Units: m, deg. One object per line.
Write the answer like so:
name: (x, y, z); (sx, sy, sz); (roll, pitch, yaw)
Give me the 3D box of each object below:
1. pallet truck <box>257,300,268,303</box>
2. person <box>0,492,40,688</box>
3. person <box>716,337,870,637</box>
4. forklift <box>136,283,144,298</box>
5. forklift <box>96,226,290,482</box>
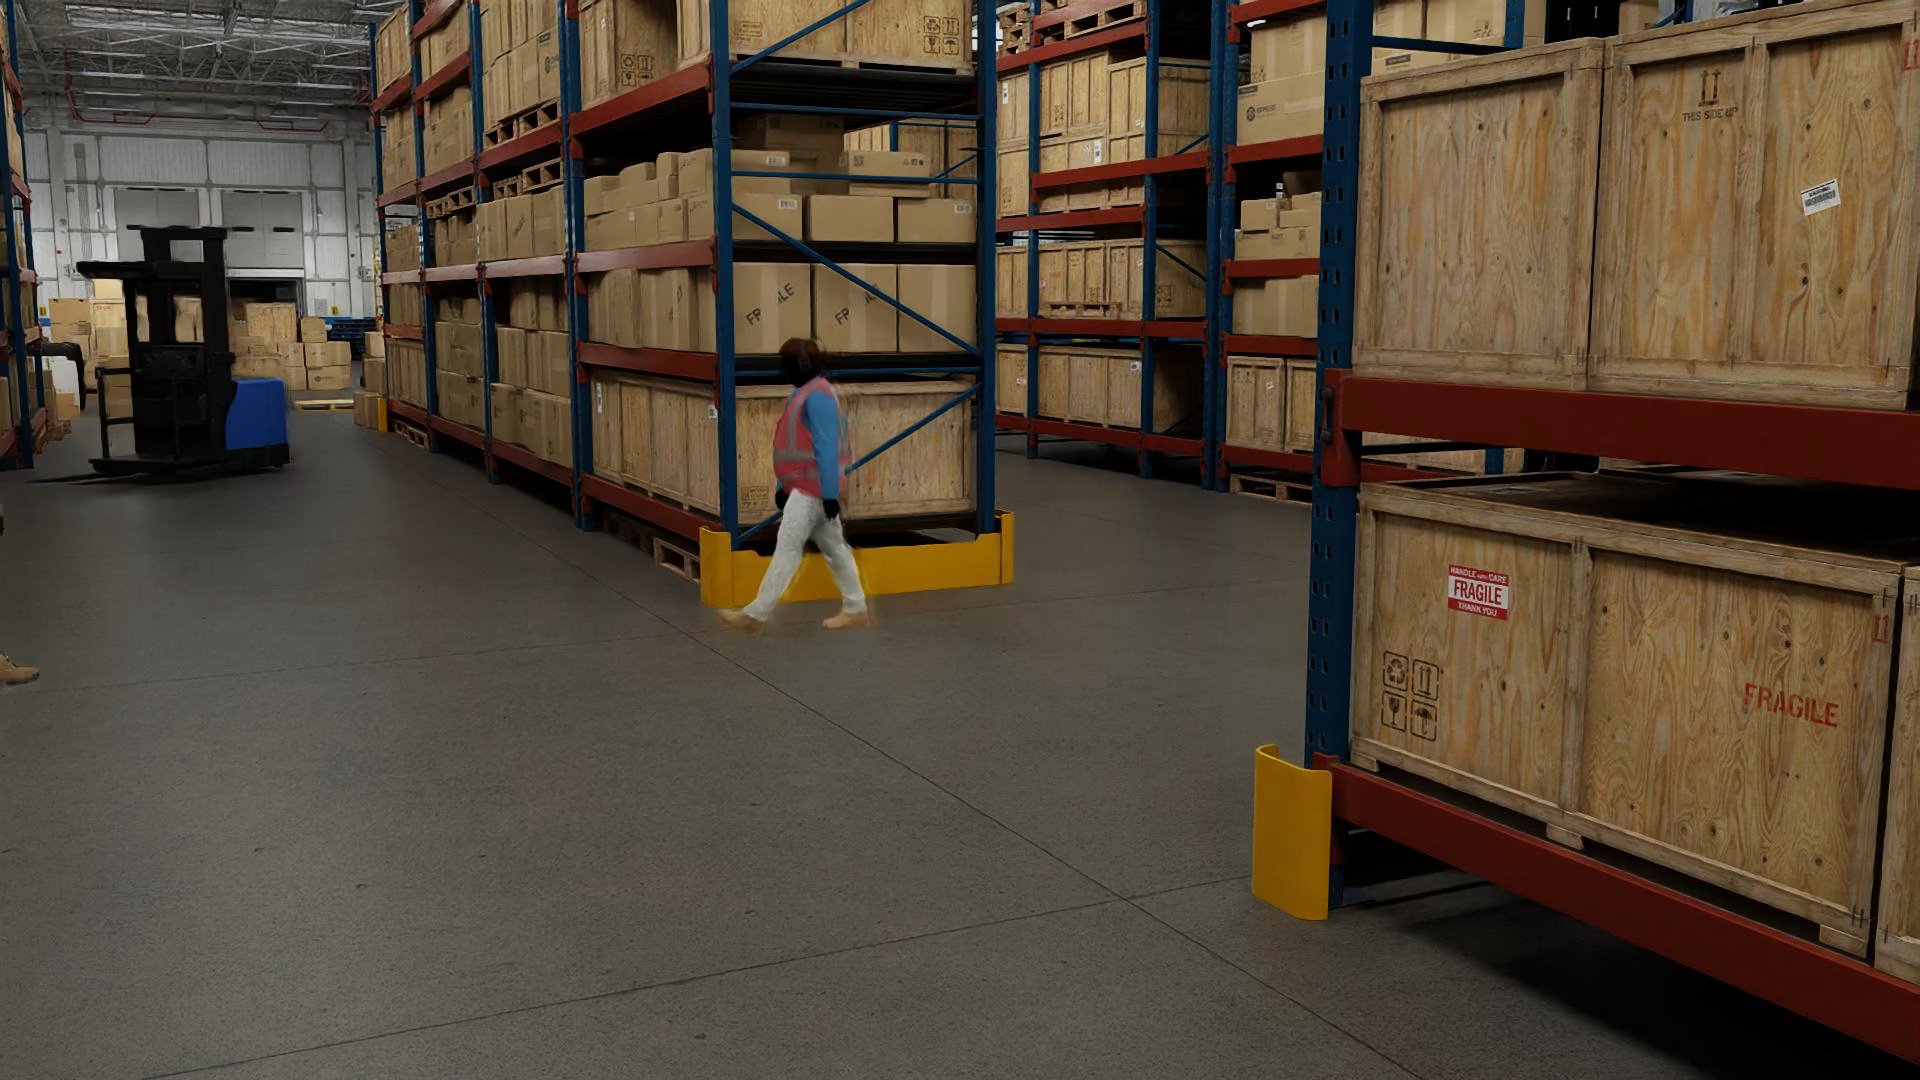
pallet truck: (-23.913, -7.404, 58.171); (1.885, 1.965, 0.823); (-1, 8, -9)
person: (-5.168, -0.195, 8.457); (0.705, 1.989, 0.741); (5, 9, 29)
person: (-0.978, -0.314, 9.997); (0.980, 1.787, 0.656); (-2, 8, -12)
forklift: (-25.710, -7.092, 52.996); (1.873, 2.768, 1.129); (6, 10, 37)
forklift: (-8.713, -2.143, 18.866); (1.129, 2.768, 1.873); (3, 9, 18)
